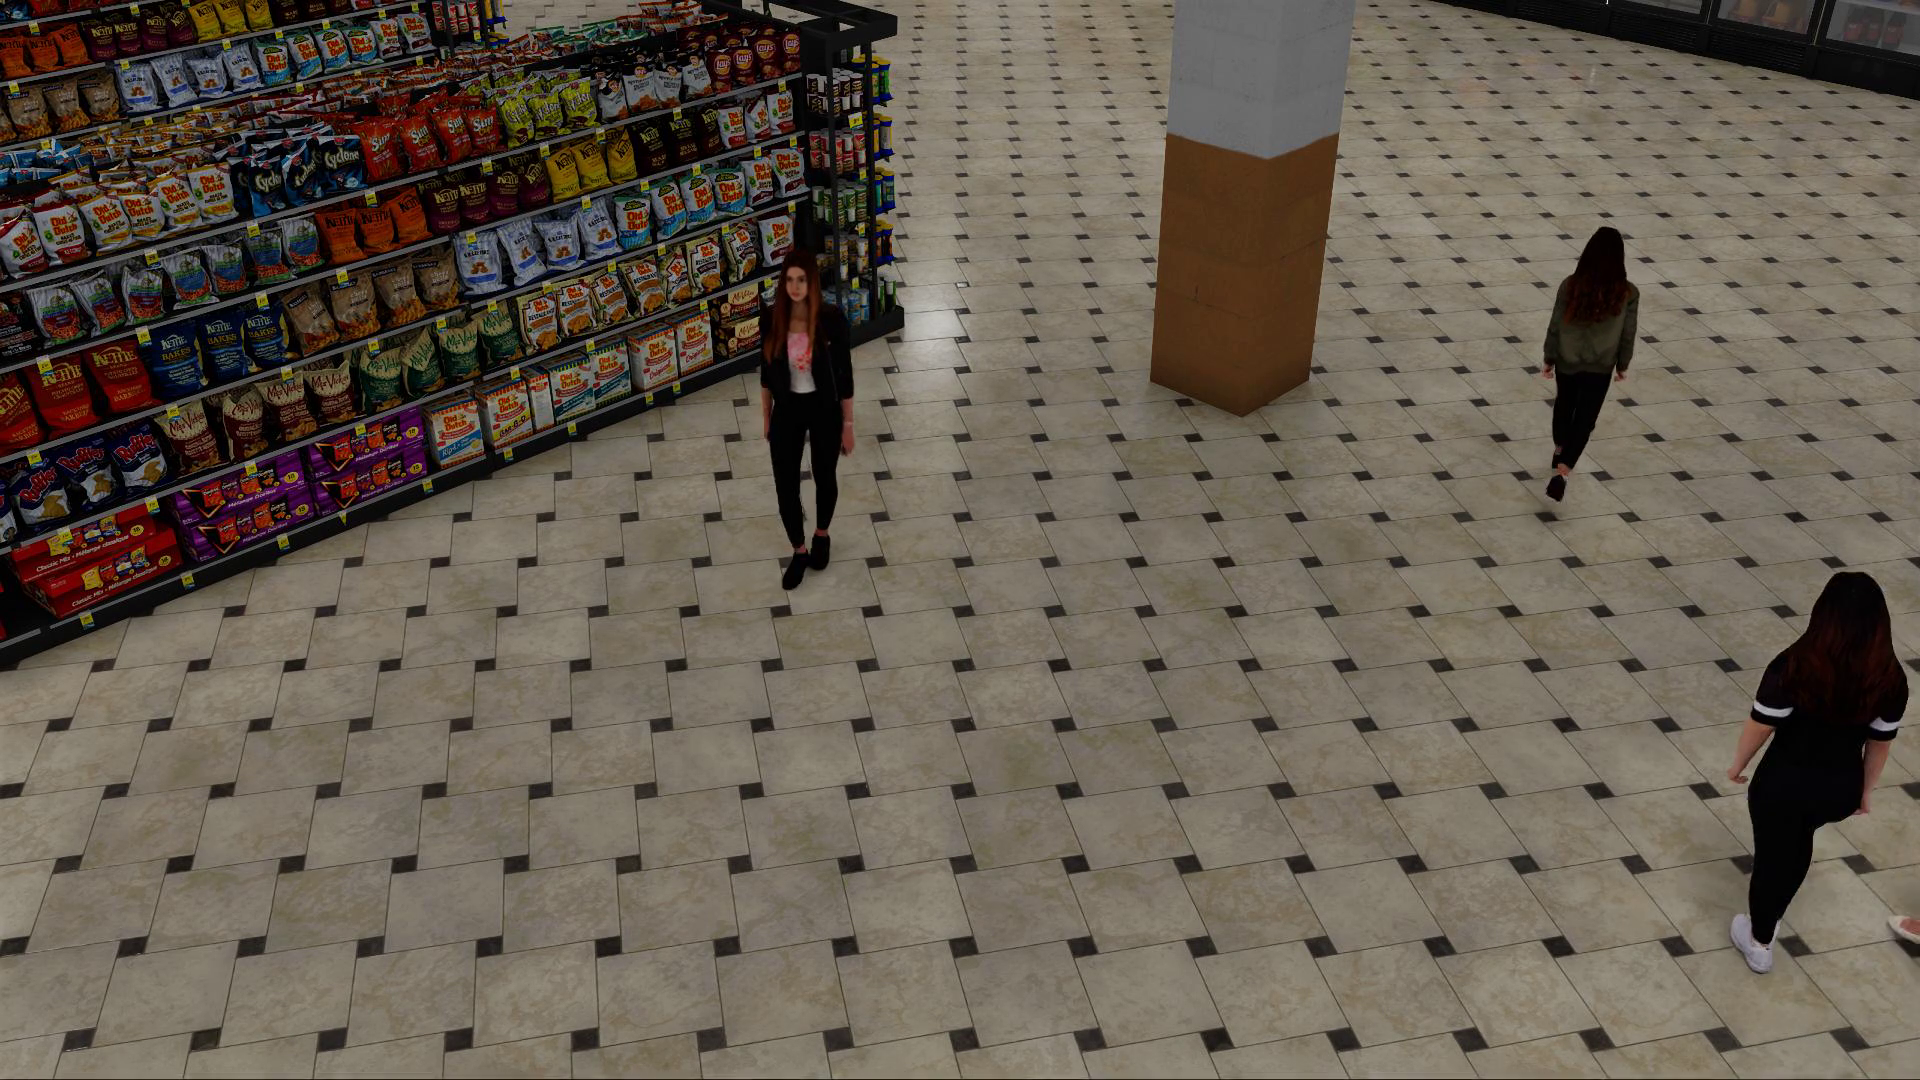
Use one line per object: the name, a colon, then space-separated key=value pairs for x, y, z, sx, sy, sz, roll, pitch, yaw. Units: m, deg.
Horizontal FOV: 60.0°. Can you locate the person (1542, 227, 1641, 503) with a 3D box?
person: x=3.251 y=-0.887 z=8.675 sx=0.748 sy=1.450 sz=1.050 roll=18 pitch=36 yaw=26

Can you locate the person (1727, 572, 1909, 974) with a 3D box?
person: x=2.907 y=0.868 z=5.683 sx=0.718 sy=1.630 sz=0.758 roll=5 pitch=32 yaw=7

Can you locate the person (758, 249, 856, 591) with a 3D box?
person: x=-0.711 y=-0.639 z=8.040 sx=0.824 sy=1.699 sz=0.888 roll=2 pitch=32 yaw=4
